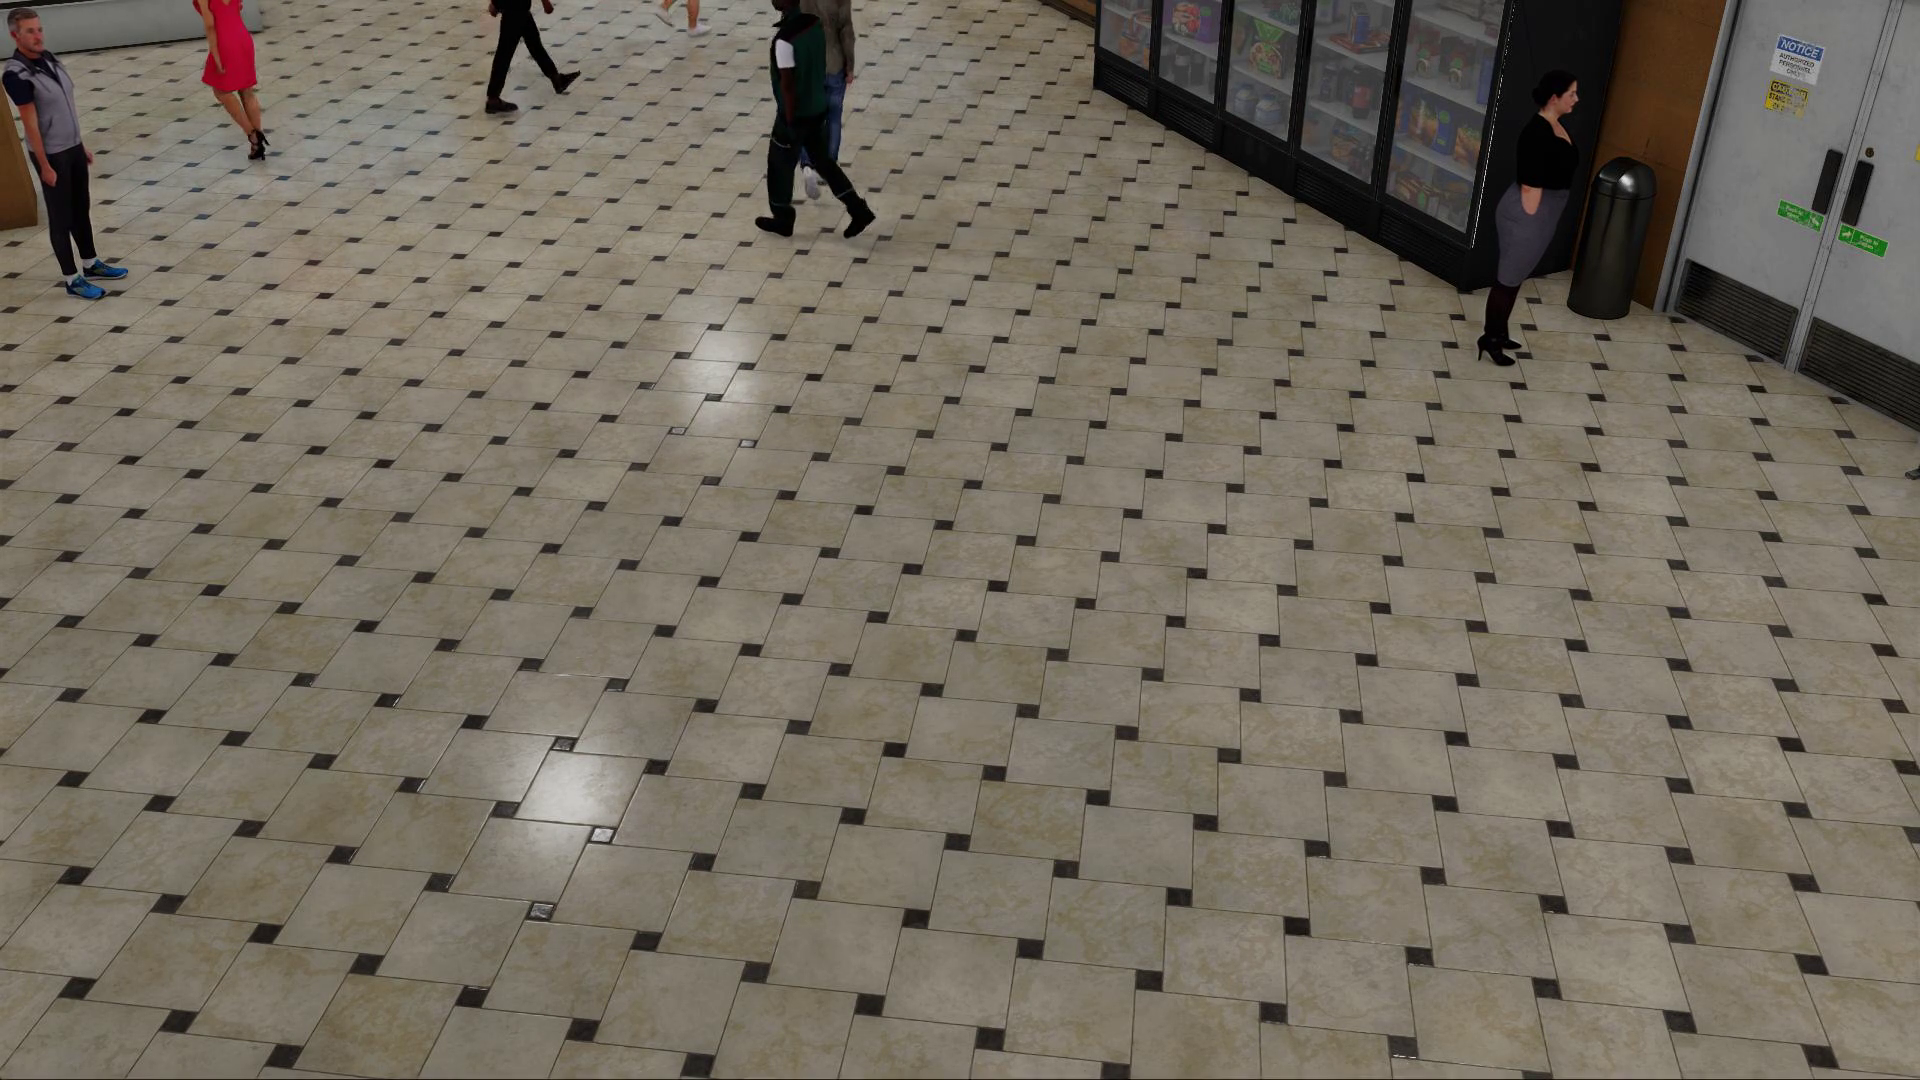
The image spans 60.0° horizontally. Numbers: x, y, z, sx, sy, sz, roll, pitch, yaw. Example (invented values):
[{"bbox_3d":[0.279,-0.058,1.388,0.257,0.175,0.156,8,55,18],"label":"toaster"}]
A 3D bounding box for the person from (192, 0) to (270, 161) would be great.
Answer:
[{"bbox_3d":[-5.549,-3.751,12.799,0.806,1.715,0.759,17,36,25],"label":"person"}]

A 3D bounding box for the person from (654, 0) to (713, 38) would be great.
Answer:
[{"bbox_3d":[-2.697,-5.626,15.901,0.798,1.620,0.673,-17,36,-25],"label":"person"}]

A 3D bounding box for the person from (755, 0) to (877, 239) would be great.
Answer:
[{"bbox_3d":[-0.997,-2.890,11.326,1.166,1.809,1.192,16,35,24],"label":"person"}]

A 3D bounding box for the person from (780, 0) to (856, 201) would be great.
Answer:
[{"bbox_3d":[-1.040,-3.417,12.142,1.154,1.843,1.093,2,32,4],"label":"person"}]

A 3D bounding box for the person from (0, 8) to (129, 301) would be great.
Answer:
[{"bbox_3d":[-5.790,-2.478,10.649,0.732,1.826,0.764,1,32,2],"label":"person"}]

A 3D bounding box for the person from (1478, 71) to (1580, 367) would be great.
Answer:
[{"bbox_3d":[3.313,-1.883,9.757,0.833,1.756,0.751,16,35,24],"label":"person"}]

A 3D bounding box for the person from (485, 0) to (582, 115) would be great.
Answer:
[{"bbox_3d":[-3.799,-4.412,13.807,1.261,1.772,0.874,-25,40,-34],"label":"person"}]
